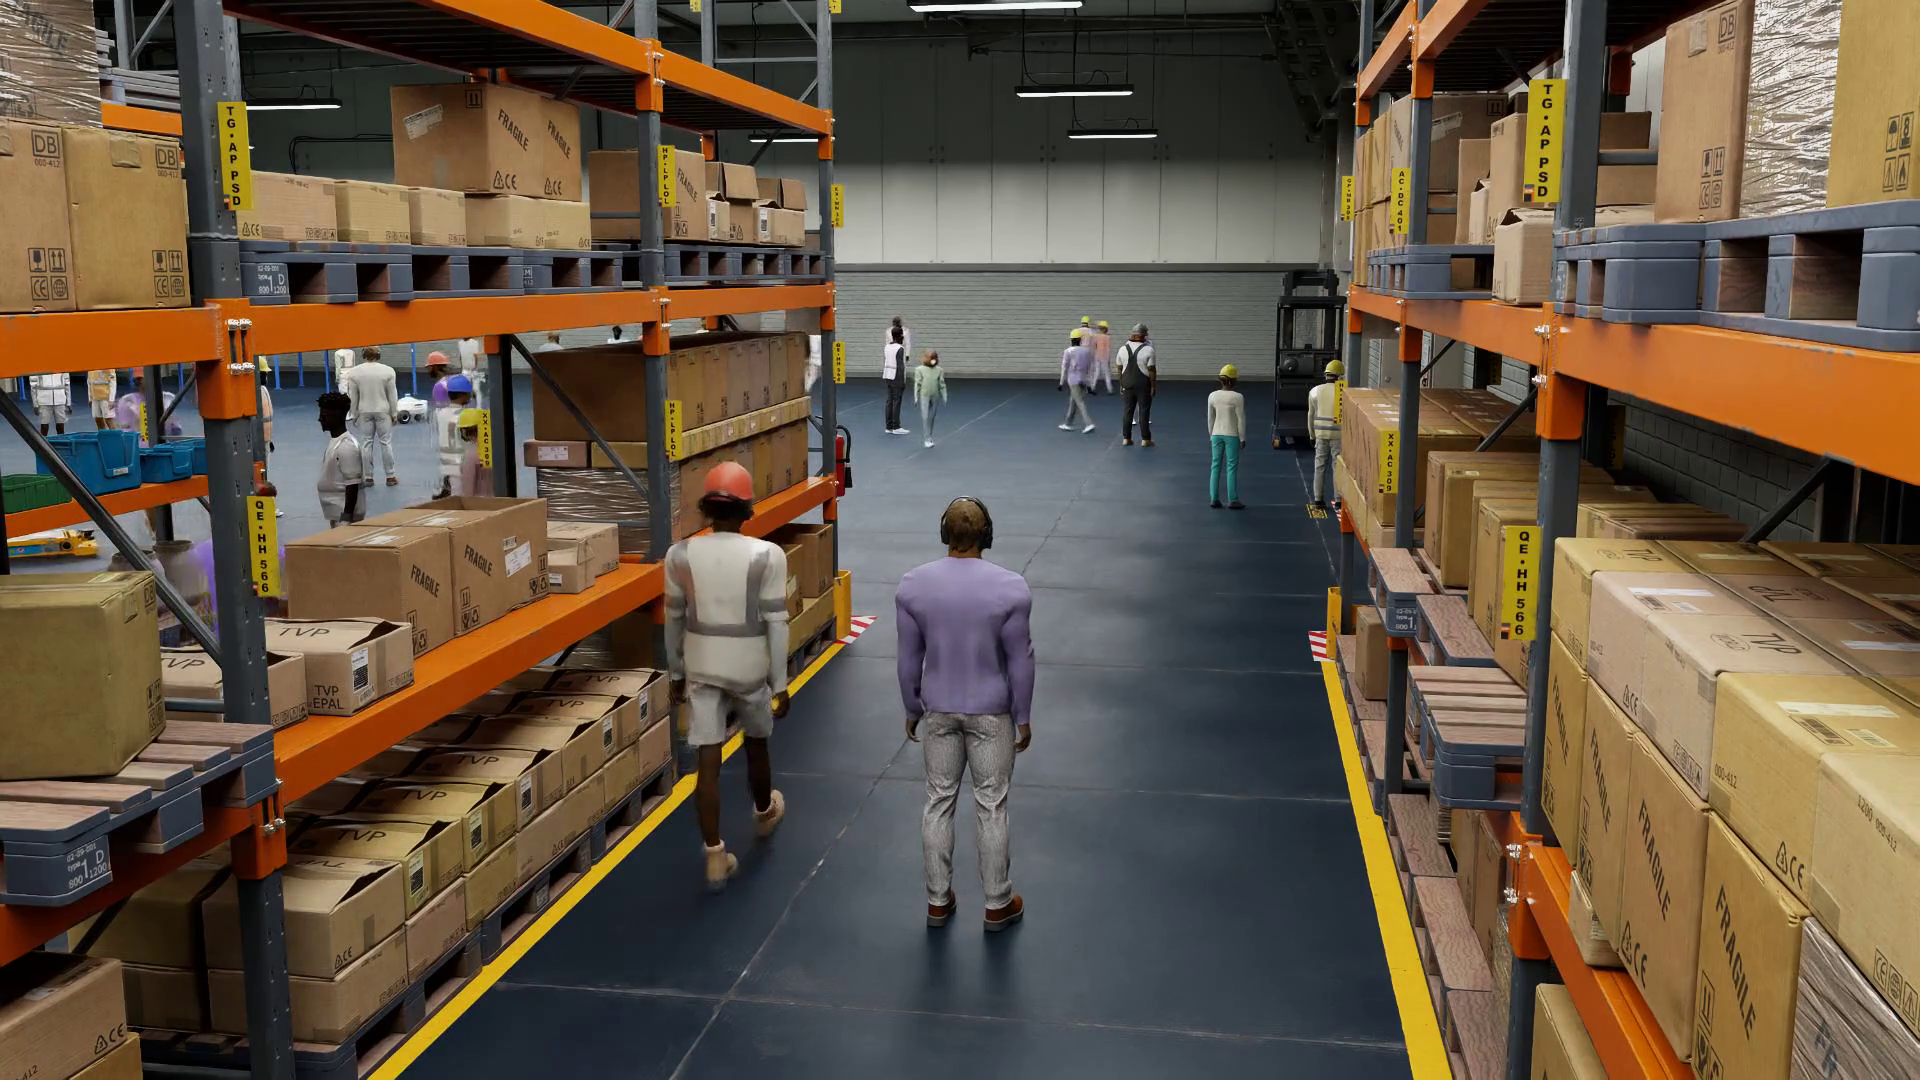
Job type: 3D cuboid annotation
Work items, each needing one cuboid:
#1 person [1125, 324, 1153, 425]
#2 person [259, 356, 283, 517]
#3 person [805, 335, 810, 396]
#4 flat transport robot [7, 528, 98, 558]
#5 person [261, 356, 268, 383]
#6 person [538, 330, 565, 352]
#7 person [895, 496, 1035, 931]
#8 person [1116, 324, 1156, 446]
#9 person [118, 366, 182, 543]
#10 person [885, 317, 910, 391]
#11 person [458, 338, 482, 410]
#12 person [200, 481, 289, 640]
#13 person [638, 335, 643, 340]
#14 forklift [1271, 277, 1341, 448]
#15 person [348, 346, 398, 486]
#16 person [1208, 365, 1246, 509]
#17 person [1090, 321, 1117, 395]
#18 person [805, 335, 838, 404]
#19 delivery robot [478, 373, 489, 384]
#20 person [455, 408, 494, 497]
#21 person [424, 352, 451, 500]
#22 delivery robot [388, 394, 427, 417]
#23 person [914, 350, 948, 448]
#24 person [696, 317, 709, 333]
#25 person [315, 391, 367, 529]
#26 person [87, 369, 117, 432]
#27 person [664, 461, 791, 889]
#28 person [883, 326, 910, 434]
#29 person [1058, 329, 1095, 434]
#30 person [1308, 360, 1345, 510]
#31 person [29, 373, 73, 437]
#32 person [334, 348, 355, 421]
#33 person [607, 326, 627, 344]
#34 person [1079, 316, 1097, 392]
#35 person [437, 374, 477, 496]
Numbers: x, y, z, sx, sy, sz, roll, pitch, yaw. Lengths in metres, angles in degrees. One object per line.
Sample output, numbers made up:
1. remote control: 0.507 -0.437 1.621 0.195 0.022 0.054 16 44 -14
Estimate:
1. person: 3.435 -3.147 31.657 0.639 1.904 0.402 -5 11 -30
2. person: -8.243 -1.204 19.593 0.366 1.926 0.592 -1 9 -4
3. person: -3.722 -4.210 38.018 0.624 1.967 0.851 4 10 21
4. flat transport robot: -9.645 0.061 17.017 1.431 0.197 0.652 -5 11 -29
5. person: -13.349 -3.087 31.272 0.651 1.906 0.404 -1 9 -7
6. person: -7.023 -2.705 28.816 0.635 1.936 0.356 5 11 29
7. person: 0.029 0.767 7.401 0.627 1.940 0.373 3 10 15
8. person: 3.005 -2.594 27.946 0.688 2.000 0.535 5 11 31
9. person: -8.434 -0.888 17.343 0.571 2.026 0.625 8 12 42
10. person: -1.522 -4.473 40.171 0.652 1.789 0.947 2 9 11
11. person: -9.850 -3.364 33.223 0.542 1.835 0.872 3 10 19
12. person: -3.720 0.604 8.750 0.583 1.825 0.587 2 10 15
13. person: -5.080 -2.369 26.916 0.575 1.882 0.355 -8 12 -42
14. forklift: 5.847 -3.016 27.970 1.129 2.768 1.873 1 9 9
15. person: -7.990 -1.712 22.690 0.629 1.940 0.379 -2 9 -9
16. person: 3.295 -1.273 20.517 0.524 1.769 0.308 8 12 40
17. person: 3.350 -4.272 39.136 0.746 1.742 0.542 -8 12 -42
18. person: -3.113 -3.907 36.320 0.939 1.916 0.616 -9 13 -43
19. delivery robot: -11.123 -3.781 38.752 0.335 0.223 0.698 -4 10 -21
20. person: -4.091 -0.265 14.366 0.627 1.752 0.530 2 9 9
21. person: -6.422 -1.379 20.782 0.557 1.908 0.600 0 9 -3
22. delivery robot: -10.671 -2.583 32.158 0.477 0.478 0.707 8 12 39
23. person: -0.450 -2.312 27.378 0.526 1.601 0.688 -4 10 -25
24. person: -5.883 -4.240 38.504 0.514 1.869 0.328 1 9 8
25. person: -4.976 -0.220 13.401 0.367 1.966 0.606 -5 11 -29
26. person: -13.356 -2.220 25.825 0.551 1.935 0.375 4 10 25
27. person: -1.111 0.611 8.161 0.635 2.000 0.983 1 9 5
28. person: -1.174 -2.881 29.960 0.386 1.918 0.590 -5 11 -29
29. person: 2.151 -2.886 30.153 0.585 1.877 1.018 -8 12 -40
30. person: 4.569 -1.294 20.436 0.592 1.832 0.404 7 11 36
31. person: -13.549 -2.058 24.820 0.543 1.939 0.370 -8 12 -40
32. person: -11.994 -3.146 32.455 0.307 1.639 0.525 4 10 21
33. person: -7.847 -4.104 38.273 0.530 1.667 0.790 3 10 19
34. person: 3.027 -4.486 40.137 0.601 1.827 0.403 2 9 13
35. person: -5.009 -0.690 16.475 0.917 1.916 0.624 -7 11 -36
